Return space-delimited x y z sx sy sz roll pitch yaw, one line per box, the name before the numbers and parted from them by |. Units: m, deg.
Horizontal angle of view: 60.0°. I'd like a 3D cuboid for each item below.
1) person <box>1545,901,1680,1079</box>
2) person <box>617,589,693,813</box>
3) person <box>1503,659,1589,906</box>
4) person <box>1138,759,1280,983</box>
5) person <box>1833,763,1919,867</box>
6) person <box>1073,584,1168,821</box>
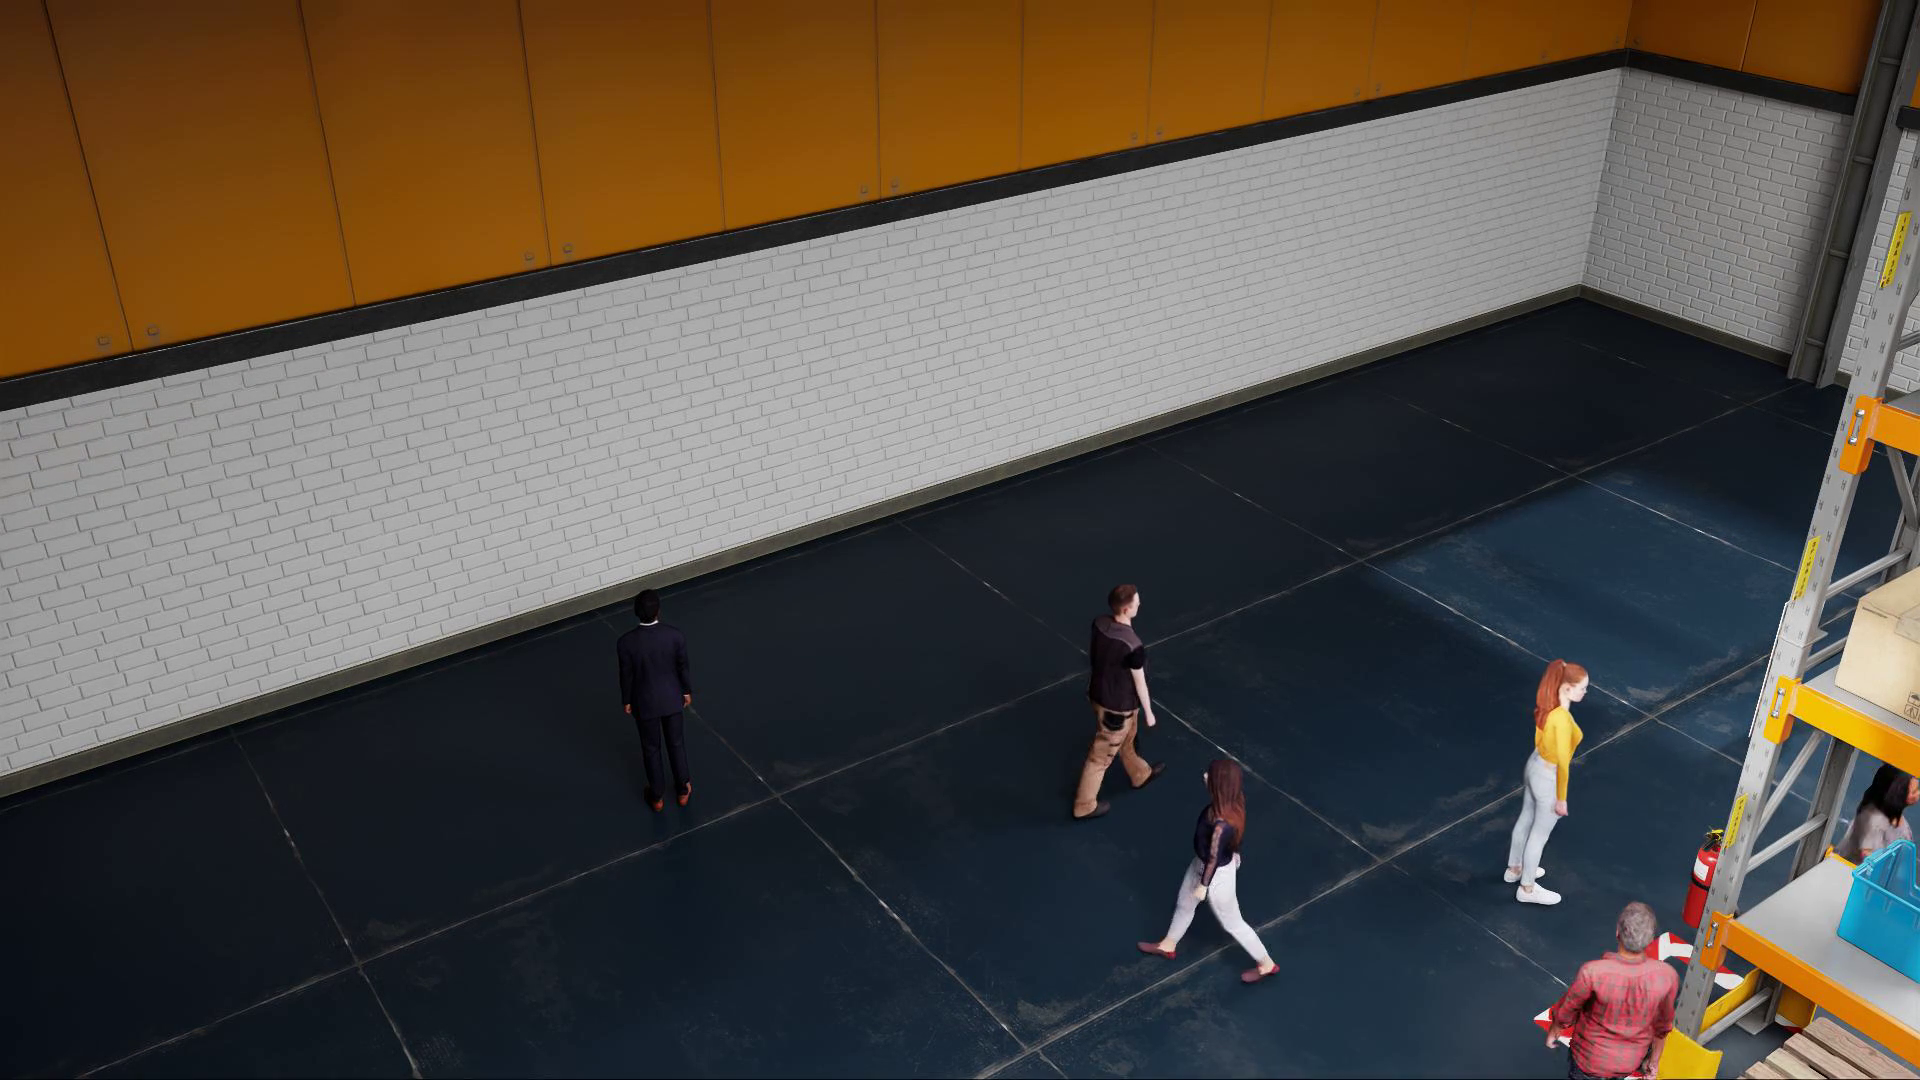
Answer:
person | 3.323 2.679 8.474 0.953 1.811 1.024 1 29 1
person | -2.085 1.106 11.447 0.689 1.726 0.618 -10 30 -17
person | 3.737 1.534 10.630 0.748 1.756 0.663 0 29 0
person | 1.597 2.018 9.944 1.163 1.565 1.047 8 30 14
person | 5.289 1.993 9.979 1.137 1.574 0.861 18 33 29
person | 0.965 1.133 11.316 0.873 1.803 1.055 -12 31 -21
